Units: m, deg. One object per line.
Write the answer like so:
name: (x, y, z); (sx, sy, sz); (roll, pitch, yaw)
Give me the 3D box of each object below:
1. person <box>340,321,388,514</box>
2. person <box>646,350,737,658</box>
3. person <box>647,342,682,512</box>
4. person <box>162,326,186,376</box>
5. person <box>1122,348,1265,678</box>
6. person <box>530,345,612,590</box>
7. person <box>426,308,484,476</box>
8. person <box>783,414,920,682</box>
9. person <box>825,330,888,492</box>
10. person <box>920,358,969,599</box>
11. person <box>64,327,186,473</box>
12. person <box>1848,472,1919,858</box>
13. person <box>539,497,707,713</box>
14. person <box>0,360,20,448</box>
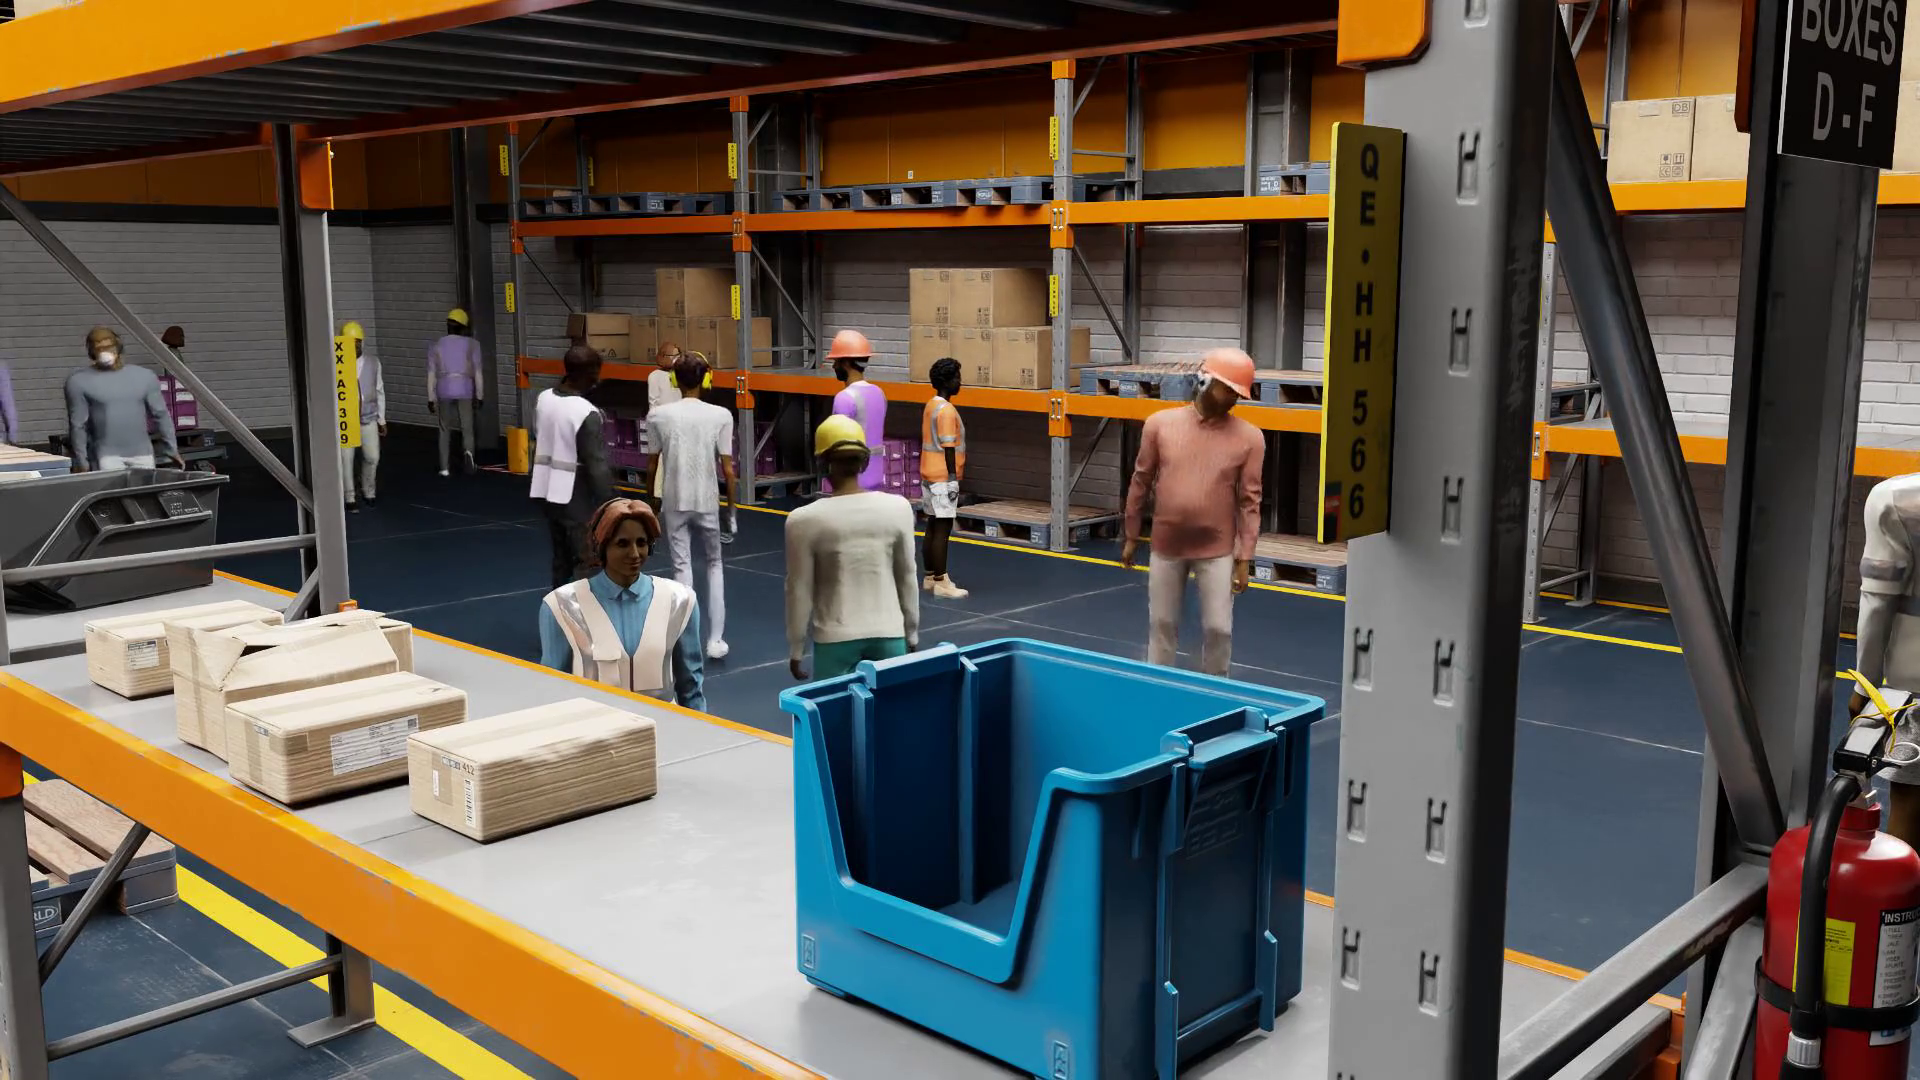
person: (-5.760, -1.169, 15.842); (0.601, 1.836, 0.403); (-7, 12, -37)
person: (-1.576, -0.176, 9.676); (0.539, 1.844, 0.701); (-1, 9, -8)
person: (-2.770, -1.075, 15.878); (0.282, 1.625, 0.492); (7, 12, 37)
person: (-9.494, -1.775, 20.161); (0.280, 1.627, 0.501); (-6, 11, -35)
person: (1.075, 0.039, 8.100); (0.769, 1.951, 0.391); (3, 10, 15)
person: (-2.296, -0.200, 9.759); (0.725, 1.878, 0.472); (9, 13, 43)
person: (-5.592, -1.619, 18.430); (0.625, 1.884, 0.676); (-3, 10, -17)
person: (-0.424, 0.387, 6.531); (0.555, 1.751, 0.378); (-3, 10, -18)
person: (-0.672, -0.347, 10.459); (0.372, 1.935, 0.551); (4, 10, 22)
person: (-0.114, -0.438, 11.747); (0.316, 1.696, 0.541); (-3, 10, -15)
person: (-6.061, -0.592, 12.074); (0.699, 1.901, 0.694); (-9, 13, -44)
person: (3.184, 0.434, 5.335); (0.607, 2.048, 0.366); (2, 10, 14)
person: (-1.029, 0.678, 5.111); (0.511, 1.633, 0.313); (-4, 10, -25)
person: (-7.916, -0.802, 13.341); (0.678, 1.912, 0.614); (-6, 11, -31)
